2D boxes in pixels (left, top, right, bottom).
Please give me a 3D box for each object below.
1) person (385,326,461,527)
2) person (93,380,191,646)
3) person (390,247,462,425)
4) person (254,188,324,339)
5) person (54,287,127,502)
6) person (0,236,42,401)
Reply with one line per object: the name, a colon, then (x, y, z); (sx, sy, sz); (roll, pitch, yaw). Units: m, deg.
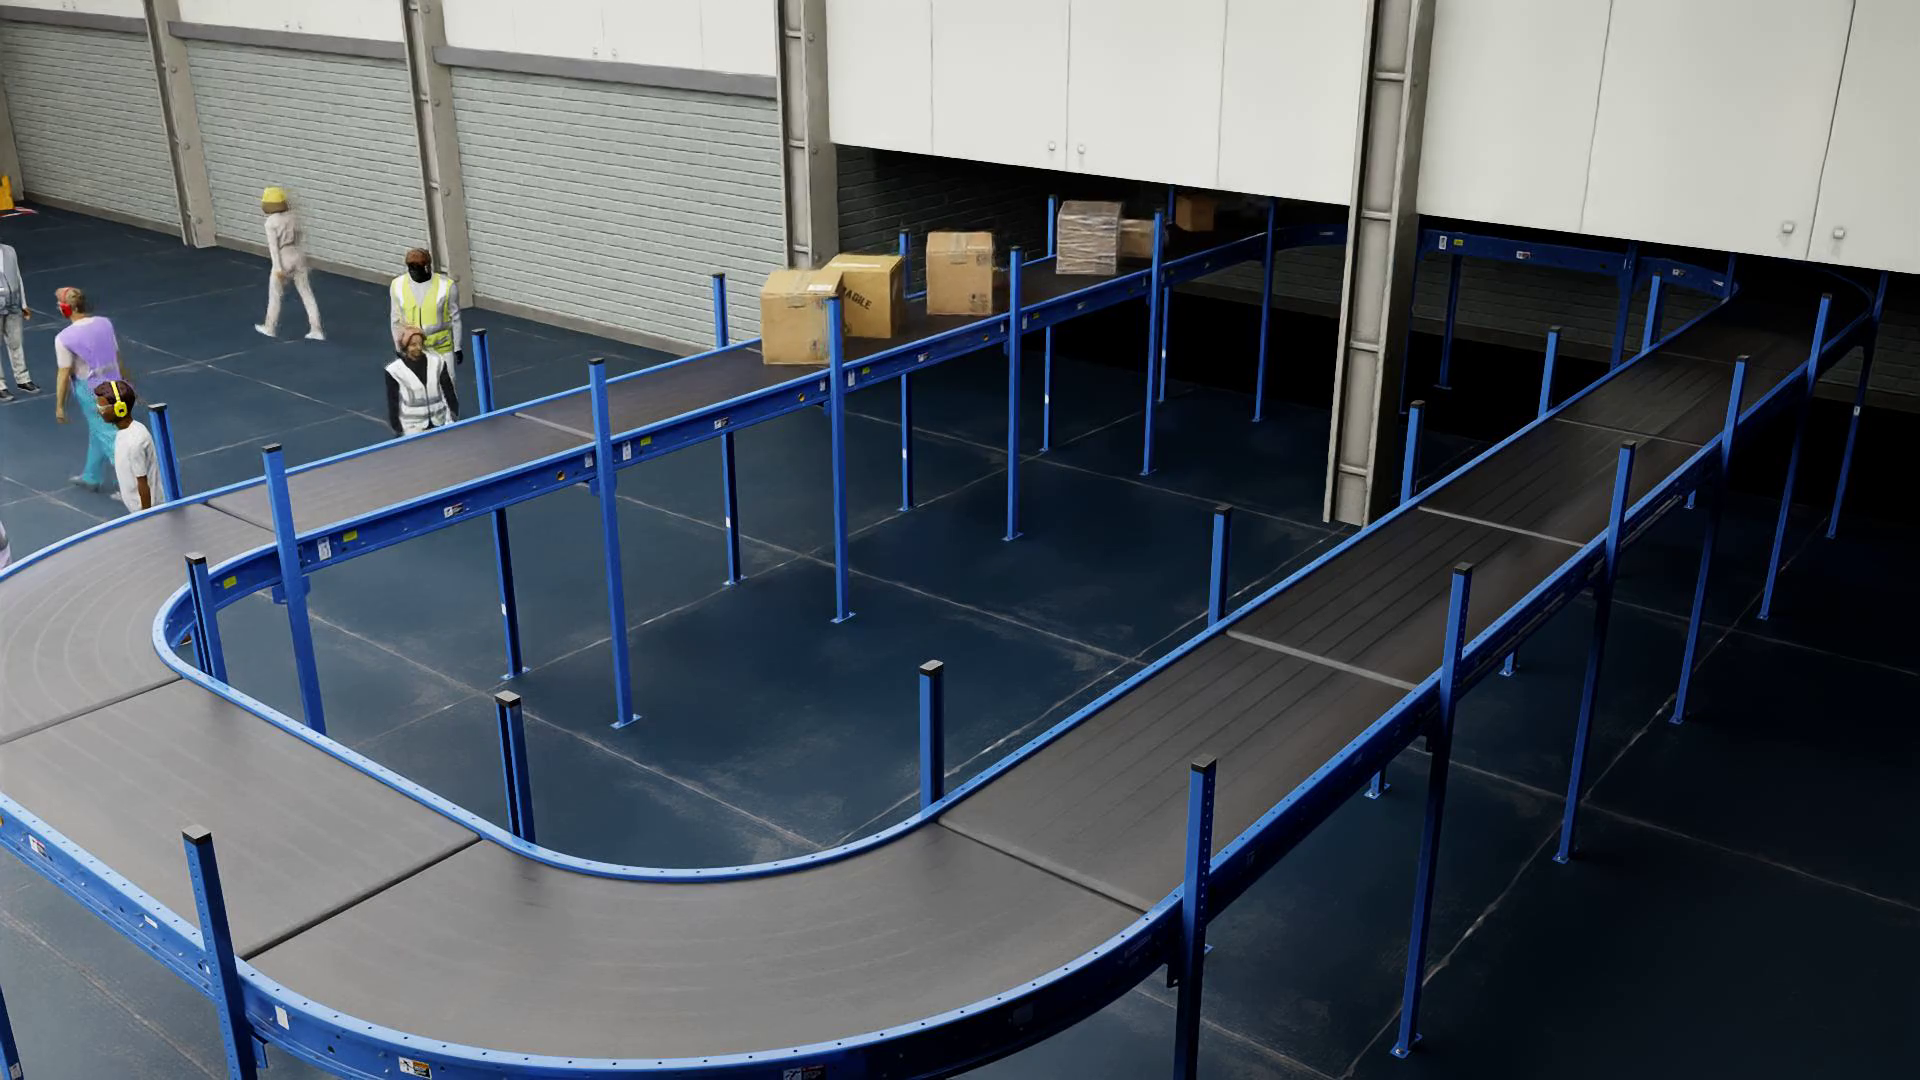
person: (-4.363, -0.970, 13.459); (0.522, 1.607, 0.814); (-18, 28, -39)
person: (-5.445, -0.164, 11.079); (0.329, 1.861, 0.504); (-14, 25, -31)
person: (-4.832, -1.742, 15.110); (0.619, 1.839, 0.430); (-3, 22, -7)
person: (-7.640, -3.111, 18.760); (0.882, 1.702, 0.489); (10, 23, 23)
person: (-7.254, -1.193, 13.741); (0.881, 1.807, 0.600); (5, 22, 12)
person: (-9.567, -2.323, 16.594); (0.404, 1.829, 0.591); (10, 24, 24)
